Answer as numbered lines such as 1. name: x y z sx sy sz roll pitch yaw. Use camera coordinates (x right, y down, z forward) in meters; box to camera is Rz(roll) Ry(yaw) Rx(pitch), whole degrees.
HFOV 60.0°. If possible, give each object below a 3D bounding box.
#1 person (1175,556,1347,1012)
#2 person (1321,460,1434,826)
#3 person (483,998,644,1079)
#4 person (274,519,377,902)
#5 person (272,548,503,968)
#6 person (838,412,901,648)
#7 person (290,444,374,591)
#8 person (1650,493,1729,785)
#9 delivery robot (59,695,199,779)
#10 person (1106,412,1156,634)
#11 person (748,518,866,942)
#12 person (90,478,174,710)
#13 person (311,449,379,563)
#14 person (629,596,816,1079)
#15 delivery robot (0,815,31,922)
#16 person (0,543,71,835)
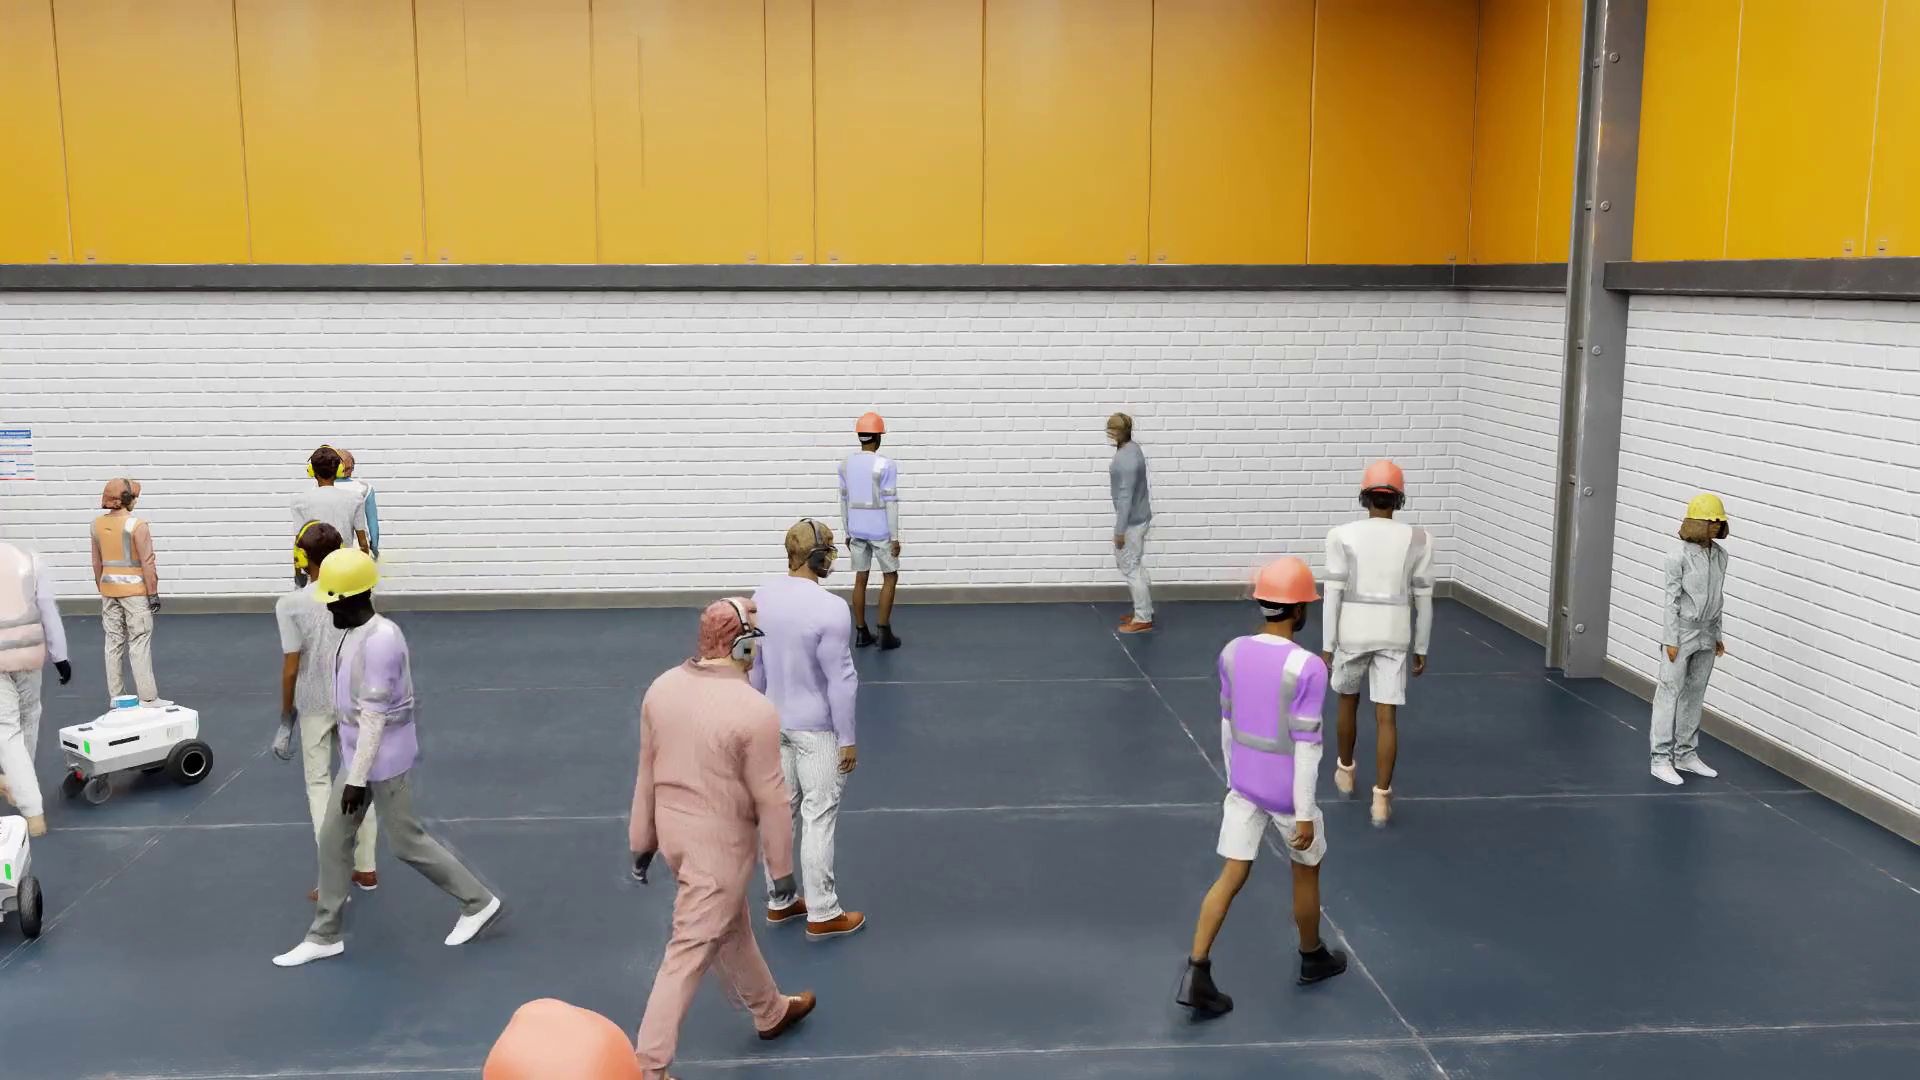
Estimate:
1. person: 1.265 1.006 6.885 0.993 1.898 0.554 -8 12 -40
2. person: 2.353 0.550 9.436 0.624 1.985 0.919 1 9 7
3. person: -0.588 1.656 2.644 0.356 1.937 0.544 6 11 33
4. person: -3.056 0.833 8.075 0.337 1.864 0.531 8 12 40
5. person: -2.541 0.940 7.366 0.932 1.879 0.574 -7 11 -36
6. person: -0.714 -0.073 13.515 0.575 1.929 0.392 6 11 31
7. person: -4.355 0.277 11.535 0.535 1.863 0.309 -5 10 -28
8. person: 4.411 0.584 9.976 0.485 1.744 0.309 -4 10 -26
9. delivery robot: -4.888 1.158 9.800 0.477 0.478 0.707 7 11 36
10. person: 1.430 -0.139 14.032 0.481 1.897 0.655 1 9 5
11. person: -0.707 0.861 7.632 0.635 1.936 0.354 8 12 42
12. person: -5.791 0.383 11.567 0.514 1.639 0.310 3 10 18
13. person: -4.962 0.085 13.442 0.523 1.638 0.311 -4 10 -23
14. person: -0.907 1.134 6.228 0.657 1.844 1.048 8 12 41
15. delivery robot: -4.549 1.488 7.729 0.477 0.478 0.707 -4 10 -24
16. person: -5.338 0.695 9.167 0.929 1.777 0.672 7 11 38
